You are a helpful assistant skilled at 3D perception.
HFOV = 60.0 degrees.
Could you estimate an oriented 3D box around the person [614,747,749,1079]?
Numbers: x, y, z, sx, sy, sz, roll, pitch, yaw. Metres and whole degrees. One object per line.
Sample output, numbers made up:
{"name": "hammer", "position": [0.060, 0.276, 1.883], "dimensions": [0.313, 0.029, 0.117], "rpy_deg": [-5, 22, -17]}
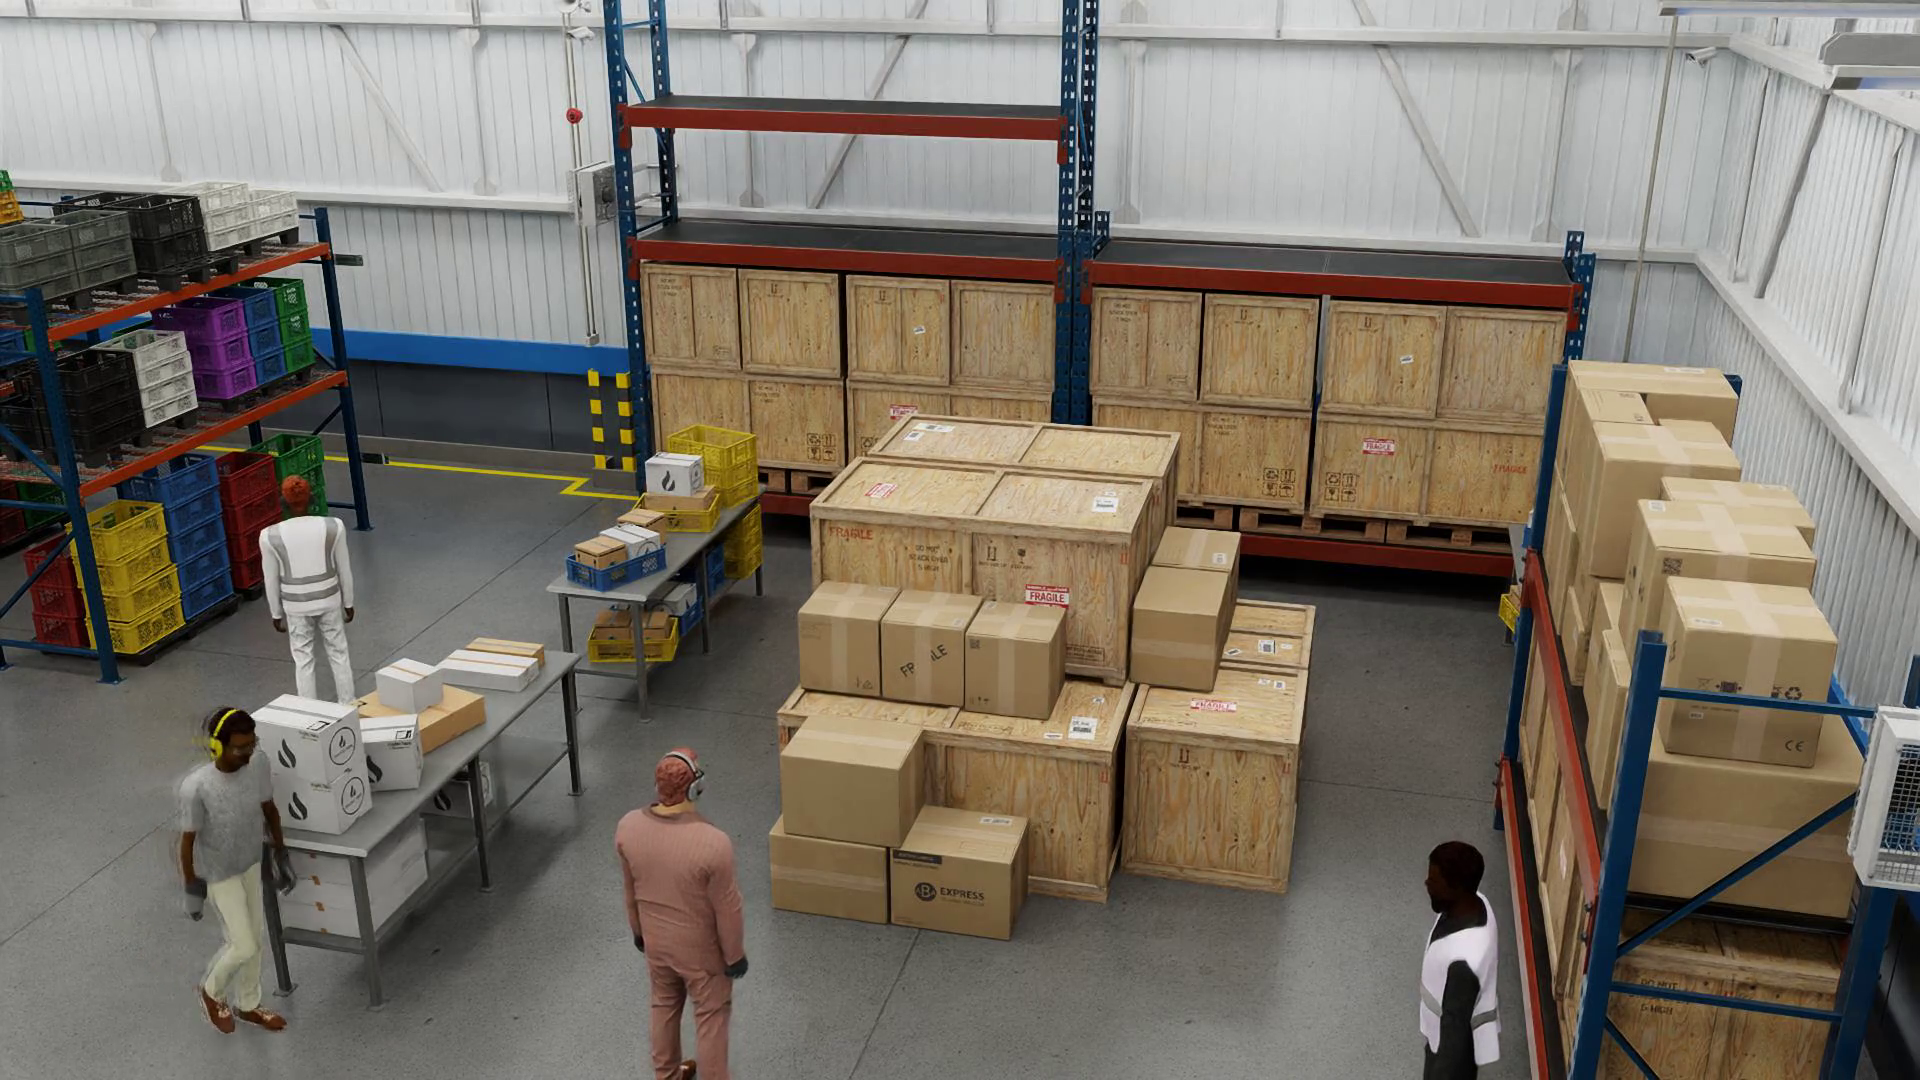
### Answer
{"name": "person", "position": [-1.286, 1.864, 7.875], "dimensions": [0.649, 1.899, 0.398], "rpy_deg": [11, 23, 26]}

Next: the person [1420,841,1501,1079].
{"name": "person", "position": [2.102, 2.145, 7.126], "dimensions": [0.406, 1.909, 0.593], "rpy_deg": [6, 22, 16]}

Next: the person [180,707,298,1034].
{"name": "person", "position": [-3.649, 1.684, 8.417], "dimensions": [0.421, 1.842, 0.529], "rpy_deg": [9, 23, 21]}

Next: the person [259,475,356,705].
{"name": "person", "position": [-4.513, 0.454, 11.591], "dimensions": [0.566, 1.879, 0.354], "rpy_deg": [-11, 23, -26]}
